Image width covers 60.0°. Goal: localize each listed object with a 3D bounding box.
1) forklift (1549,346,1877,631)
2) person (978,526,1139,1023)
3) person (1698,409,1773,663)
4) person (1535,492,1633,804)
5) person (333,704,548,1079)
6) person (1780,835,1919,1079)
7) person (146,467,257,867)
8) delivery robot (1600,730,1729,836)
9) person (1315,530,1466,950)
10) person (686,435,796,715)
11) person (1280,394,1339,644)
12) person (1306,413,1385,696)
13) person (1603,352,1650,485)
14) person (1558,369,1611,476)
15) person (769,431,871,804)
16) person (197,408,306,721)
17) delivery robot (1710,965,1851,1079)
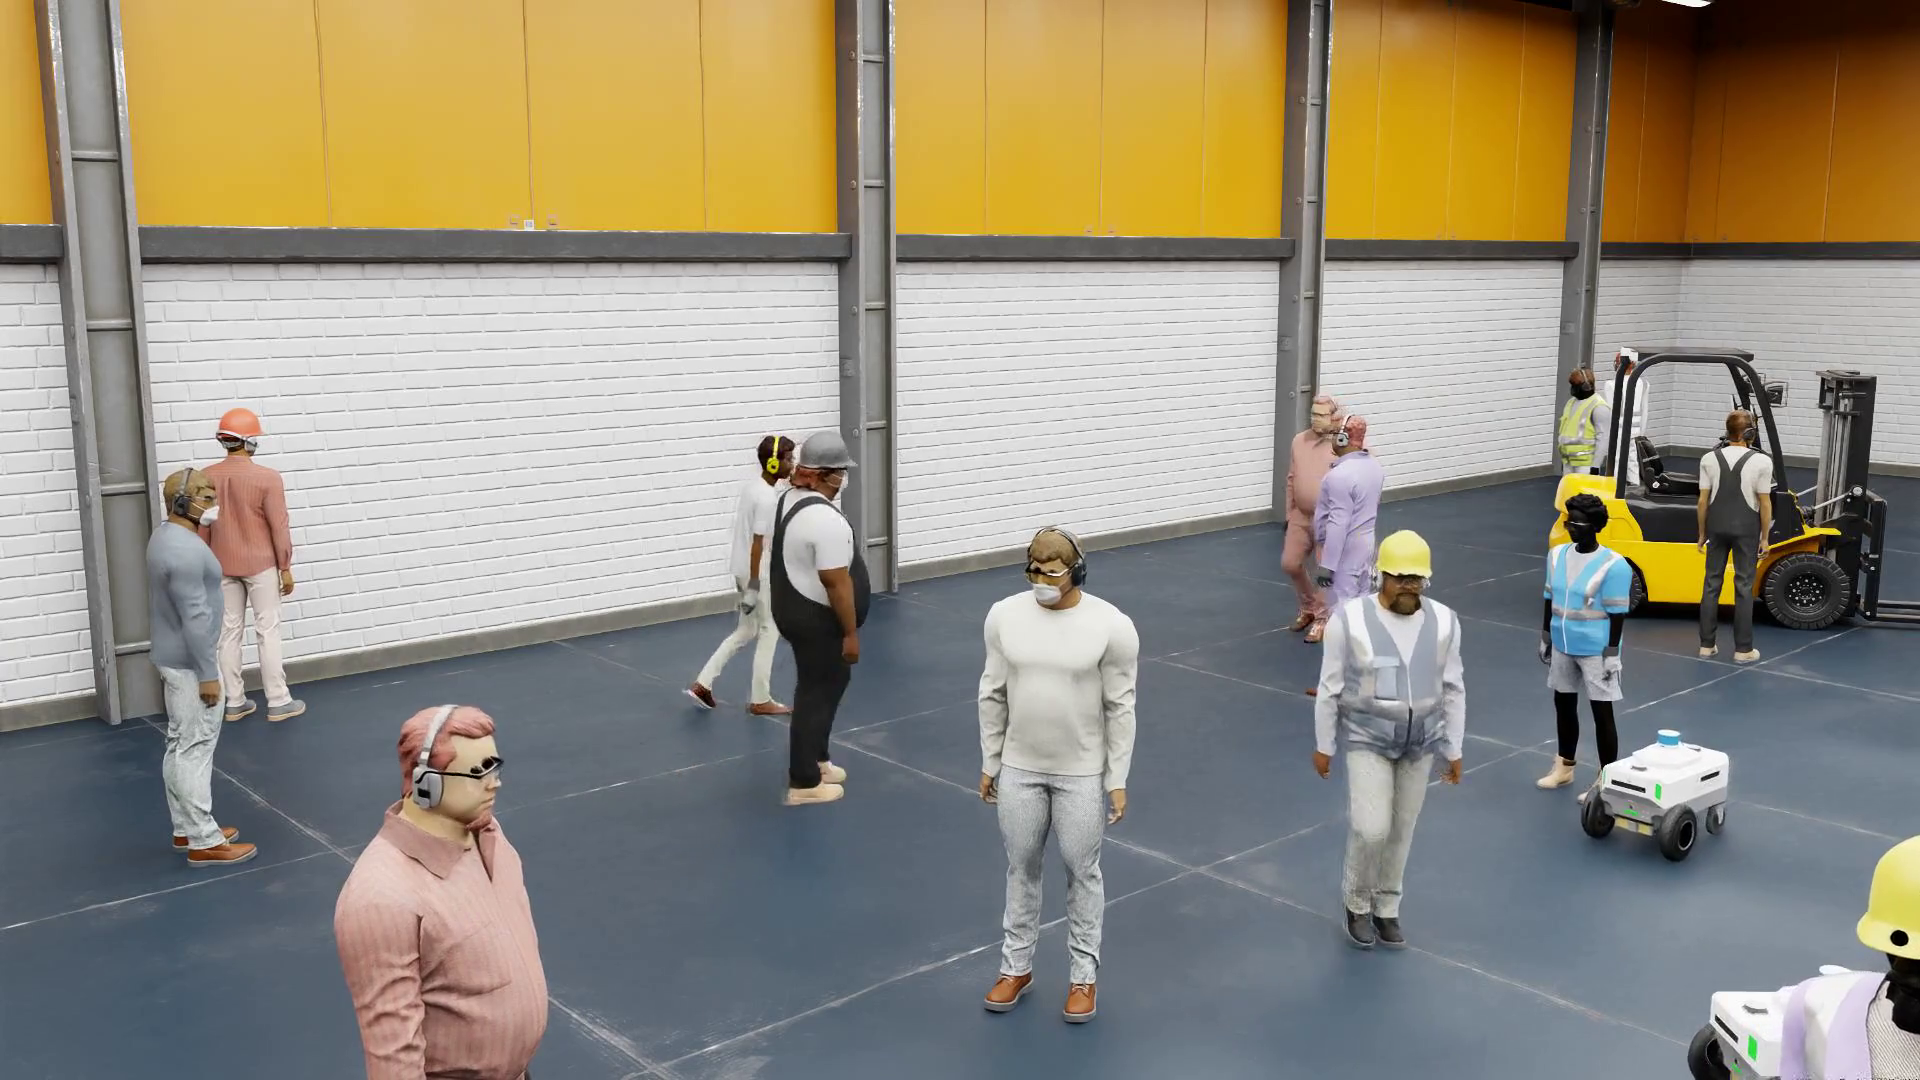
[{"bbox_3d":[6.109,-0.478,13.691,2.313,2.155,1.214,3,10,16],"label":"forklift"},{"bbox_3d":[0.365,0.894,6.424,0.627,1.934,0.371,3,10,20],"label":"person"},{"bbox_3d":[5.615,-0.026,12.080,0.507,1.840,0.344,8,13,41],"label":"person"},{"bbox_3d":[3.366,0.579,8.985,0.322,1.690,0.535,-5,11,-28],"label":"person"},{"bbox_3d":[-1.187,1.324,3.987,0.410,1.907,0.642,1,10,6],"label":"person"},{"bbox_3d":[1.759,1.466,3.086,0.387,1.926,0.591,-7,12,-37],"label":"person"},{"bbox_3d":[-3.722,0.611,8.076,0.372,1.935,0.627,-7,12,-34],"label":"person"},{"bbox_3d":[3.556,1.201,8.378,0.707,0.478,0.477,-8,12,-37],"label":"delivery robot"},{"bbox_3d":[1.828,0.852,7.007,0.619,1.813,0.458,-1,10,-8],"label":"person"},{"bbox_3d":[-1.392,0.238,10.604,0.692,1.826,0.551,-3,10,-18],"label":"person"},{"bbox_3d":[2.739,-0.166,12.710,0.448,1.896,0.670,-9,13,-43],"label":"person"},{"bbox_3d":[2.563,0.104,11.126,0.408,1.908,0.641,7,12,34],"label":"person"},{"bbox_3d":[7.446,-1.178,18.696,0.576,1.883,0.352,-3,10,-15],"label":"person"},{"bbox_3d":[6.146,-0.772,16.468,0.430,1.835,0.624,-2,10,-11],"label":"person"},{"bbox_3d":[-0.727,0.405,8.967,0.587,2.000,0.703,-5,11,-25],"label":"person"},{"bbox_3d":[-4.509,0.161,10.531,0.612,1.996,0.389,1,10,8],"label":"person"},{"bbox_3d":[2.929,1.676,5.596,0.707,0.478,0.477,0,10,1],"label":"delivery robot"}]
